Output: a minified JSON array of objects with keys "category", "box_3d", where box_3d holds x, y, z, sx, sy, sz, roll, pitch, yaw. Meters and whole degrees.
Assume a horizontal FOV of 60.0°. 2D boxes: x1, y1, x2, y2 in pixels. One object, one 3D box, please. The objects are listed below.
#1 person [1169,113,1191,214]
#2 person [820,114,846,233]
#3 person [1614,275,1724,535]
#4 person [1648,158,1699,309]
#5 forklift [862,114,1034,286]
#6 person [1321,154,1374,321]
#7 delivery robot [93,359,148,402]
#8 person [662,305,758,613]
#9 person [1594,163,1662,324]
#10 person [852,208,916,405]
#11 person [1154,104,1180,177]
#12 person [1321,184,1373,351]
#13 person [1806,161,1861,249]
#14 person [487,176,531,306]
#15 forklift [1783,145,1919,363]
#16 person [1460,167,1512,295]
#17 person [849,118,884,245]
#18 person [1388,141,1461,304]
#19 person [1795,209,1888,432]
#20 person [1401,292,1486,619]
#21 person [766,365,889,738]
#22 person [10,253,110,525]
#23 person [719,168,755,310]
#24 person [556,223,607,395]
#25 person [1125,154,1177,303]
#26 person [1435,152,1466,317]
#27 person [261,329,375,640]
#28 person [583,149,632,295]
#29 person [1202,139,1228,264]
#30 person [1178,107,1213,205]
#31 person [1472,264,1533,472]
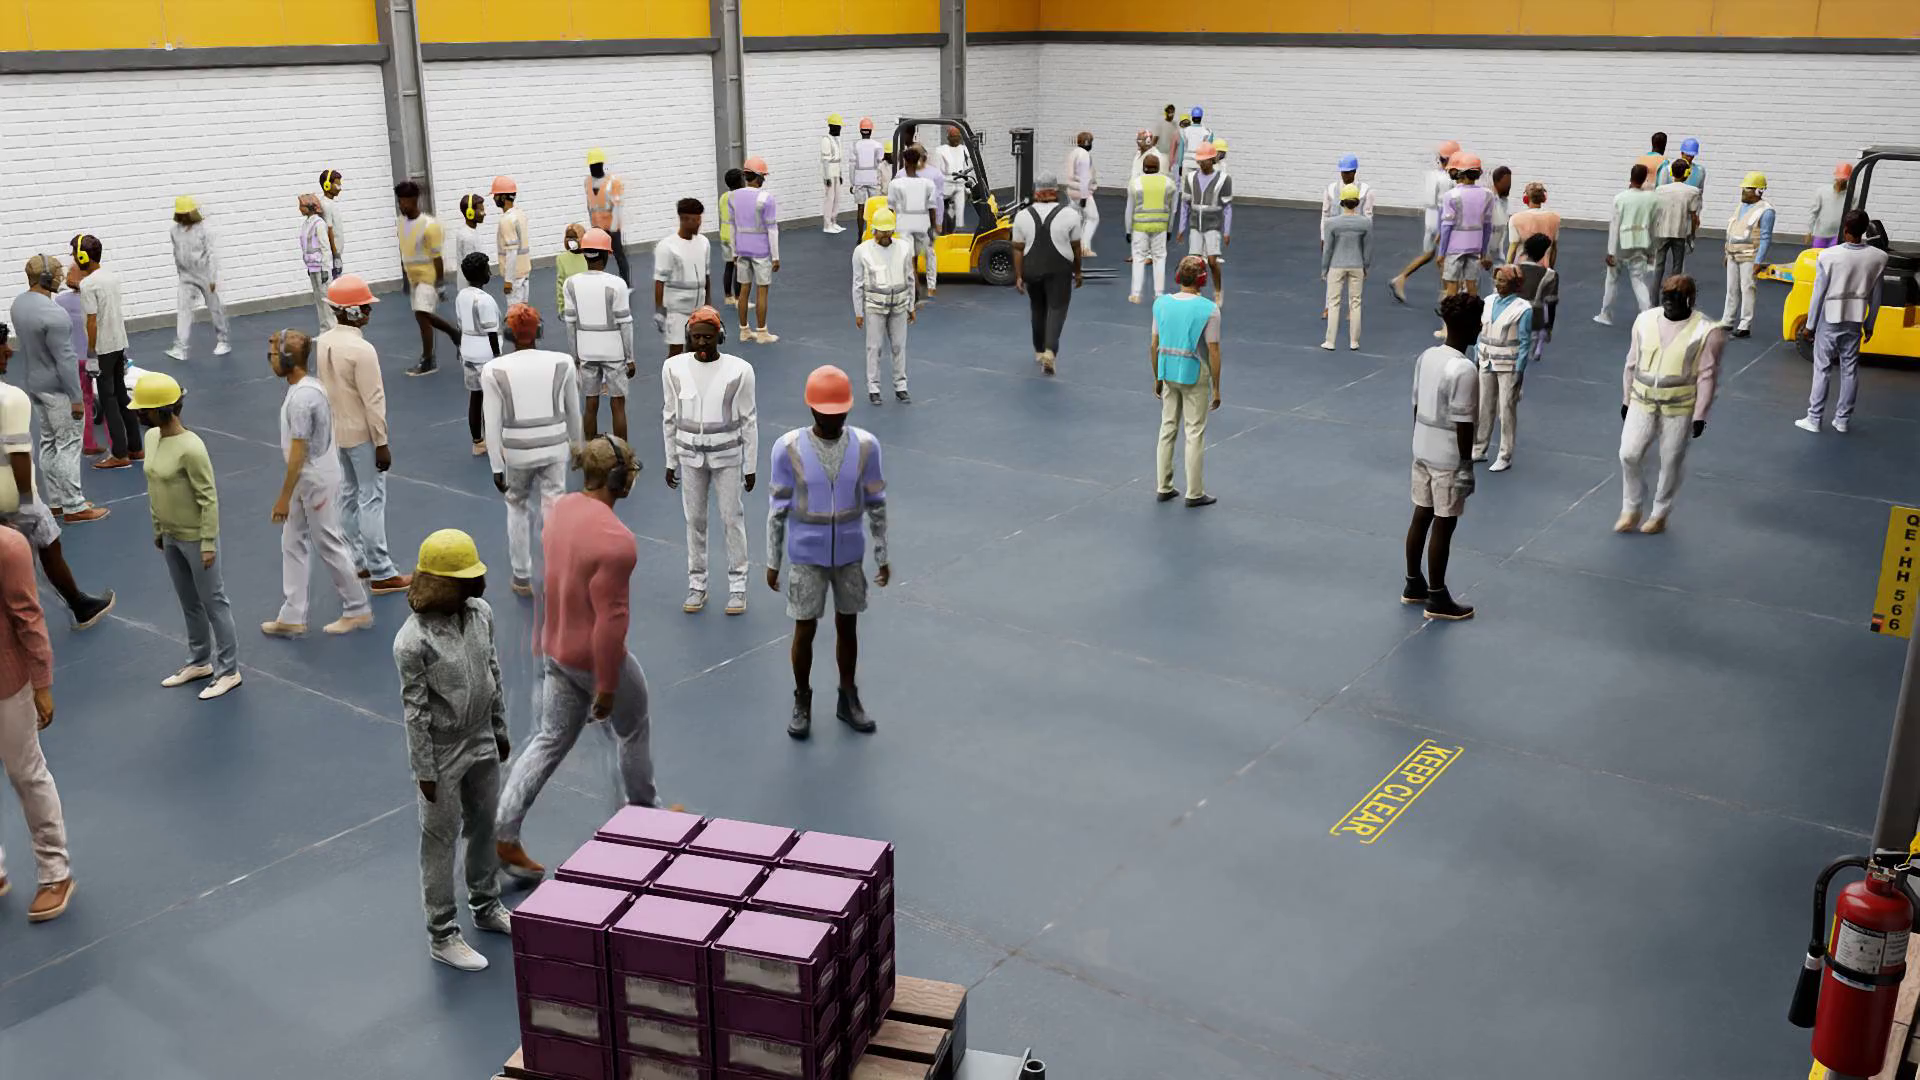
[{"category":"person","box_3d":[3.987,-6.728,29.764,0.532,1.758,0.344,-3,18,-8]},{"category":"person","box_3d":[-2.068,-5.984,27.185,0.409,1.915,0.590,6,19,17]},{"category":"person","box_3d":[4.813,-0.902,11.424,0.659,1.823,0.604,16,23,40]},{"category":"person","box_3d":[8.444,-3.579,19.737,0.535,1.864,0.312,7,19,21]},{"category":"forklift","box_3d":[-0.171,-4.594,22.377,2.313,2.155,1.214,1,18,3]},{"category":"person","box_3d":[4.517,-3.539,19.499,0.615,1.940,0.416,9,20,26]},{"category":"delivery robot","box_3d":[-7.355,-1.355,14.738,0.707,0.478,0.477,7,19,21]},{"category":"person","box_3d":[-1.497,-0.475,10.009,0.576,1.880,0.358,2,18,7]},{"category":"person","box_3d":[7.687,-3.332,18.965,0.612,1.879,0.925,-3,18,-8]},{"category":"person","box_3d":[-0.693,-2.152,15.355,0.601,1.817,0.403,-7,19,-20]},{"category":"person","box_3d":[3.921,-7.239,31.218,0.556,1.836,0.661,-11,21,-31]},{"category":"person","box_3d":[4.124,-2.906,17.787,0.525,1.772,0.308,0,18,1]},{"category":"person","box_3d":[10.957,-3.880,20.872,0.583,1.732,0.582,9,20,27]},{"category":"person","box_3d":[-4.574,-2.731,16.966,0.371,1.935,0.551,0,18,0]},{"category":"forklift","box_3d":[9.803,-2.879,17.013,2.313,2.155,1.214,12,21,33]},{"category":"person","box_3d":[5.989,-3.253,18.736,0.601,1.878,0.933,-15,23,-39]},{"category":"person","box_3d":[-1.445,-5.557,25.806,0.551,1.935,0.375,-1,18,-4]},{"category":"person","box_3d":[5.830,-3.894,20.490,0.914,2.015,0.623,-1,18,-4]},{"category":"person","box_3d":[7.592,-1.877,14.323,0.597,1.918,0.379,0,18,1]},{"category":"person","box_3d":[2.906,-0.508,9.966,0.373,1.966,0.605,-3,18,-10]},{"category":"person","box_3d":[-0.648,0.074,8.222,0.596,1.924,0.418,-5,18,-16]},{"category":"person","box_3d":[-6.376,-1.054,11.747,0.636,1.928,0.386,13,22,35]},{"category":"person","box_3d":[-2.744,-3.671,20.295,0.317,1.695,0.540,-11,21,-32]},{"category":"person","box_3d":[-3.583,-2.189,15.773,0.497,1.627,0.276,5,18,15]},{"category":"person","box_3d":[2.362,-3.873,20.709,0.630,1.834,0.429,-2,18,-6]},{"category":"person","box_3d":[5.888,-3.625,19.781,0.389,1.930,0.544,3,18,9]},{"category":"person","box_3d":[-3.788,-0.297,9.561,0.629,1.815,0.552,-7,19,-22]},{"category":"person","box_3d":[-4.498,-3.942,20.854,0.609,1.871,1.011,8,19,24]},{"category":"person","box_3d":[3.671,-4.868,23.929,0.326,1.767,0.532,16,24,42]},{"category":"person","box_3d":[4.051,-6.463,28.647,0.604,1.938,0.425,3,18,10]},{"category":"person","box_3d":[4.274,-1.367,13.177,0.310,1.642,0.514,-10,20,-28]}]
